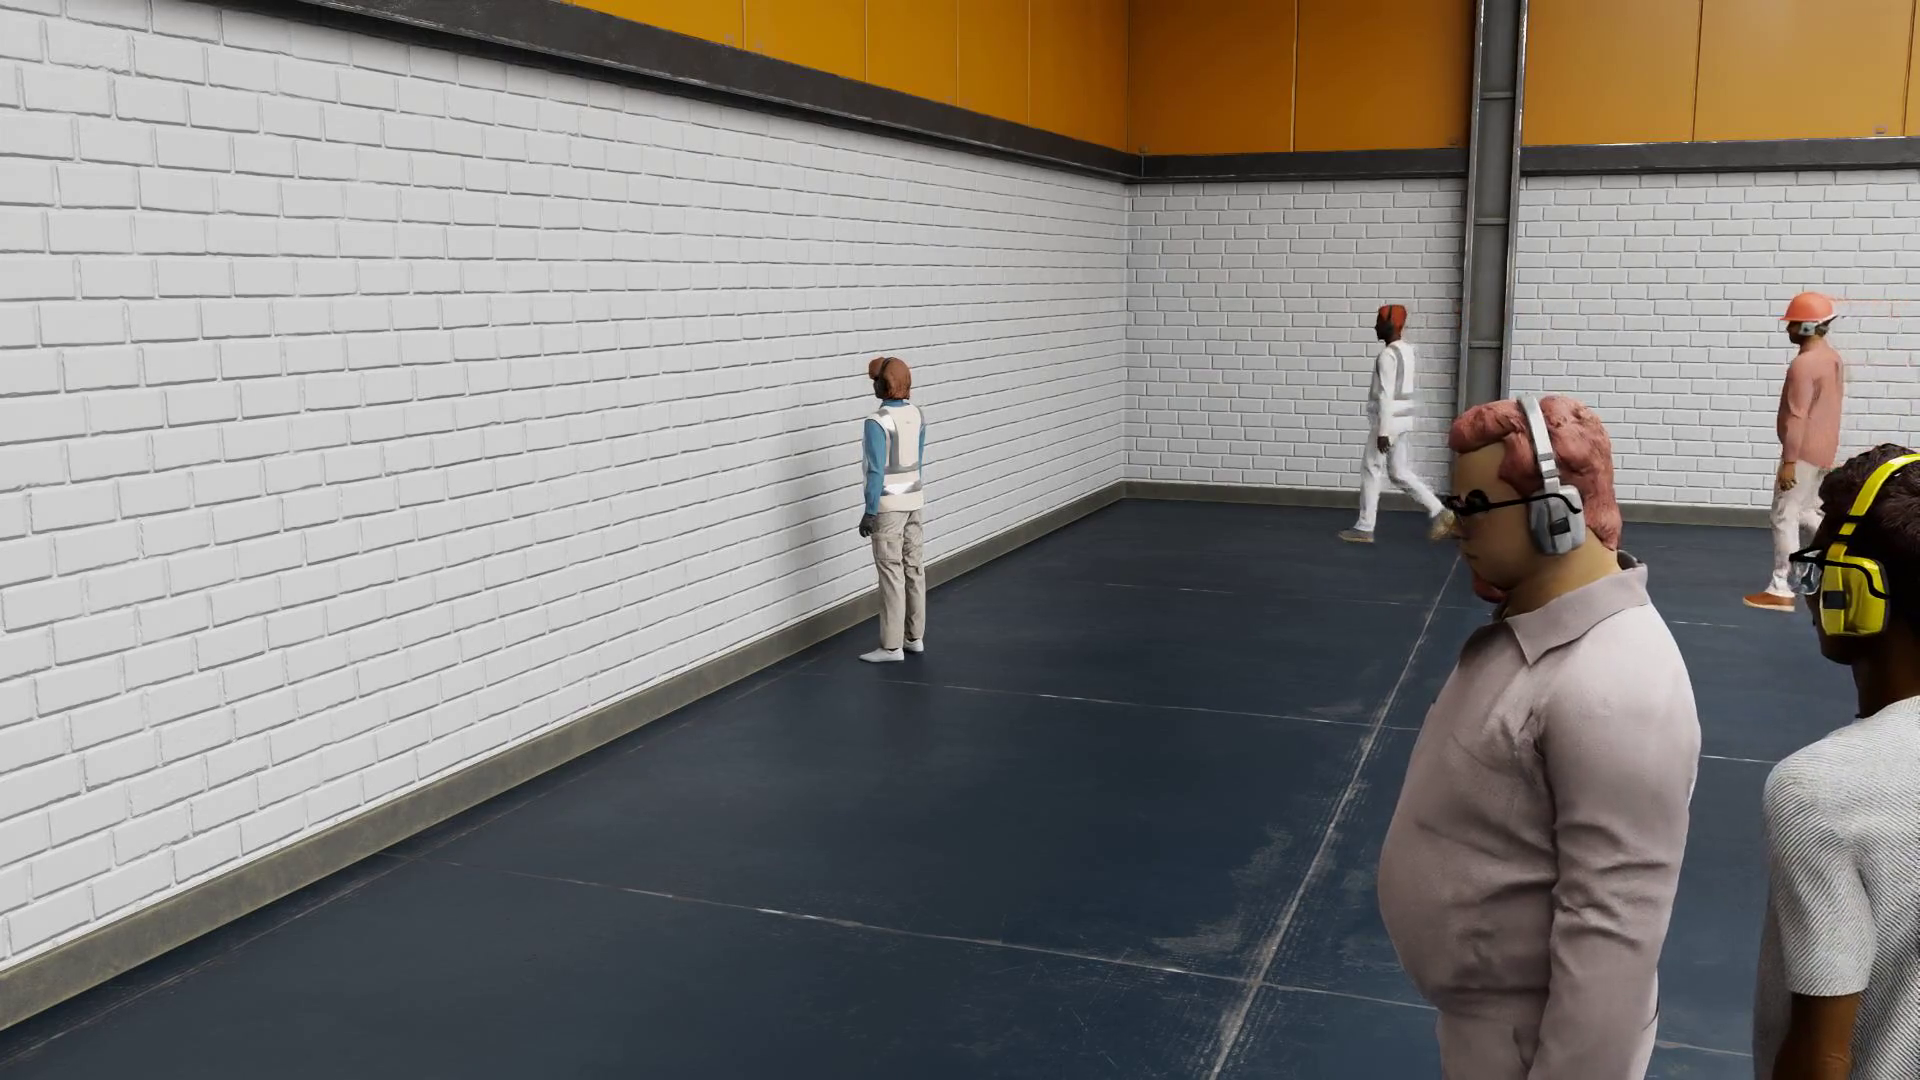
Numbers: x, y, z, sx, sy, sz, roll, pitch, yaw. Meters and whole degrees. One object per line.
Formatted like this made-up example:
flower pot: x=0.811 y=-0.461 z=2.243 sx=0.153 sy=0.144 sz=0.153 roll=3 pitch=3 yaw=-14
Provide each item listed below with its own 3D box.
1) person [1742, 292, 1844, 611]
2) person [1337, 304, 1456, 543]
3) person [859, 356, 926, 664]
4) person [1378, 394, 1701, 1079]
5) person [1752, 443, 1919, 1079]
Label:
person: x=5.250 y=-0.522 z=10.160 sx=0.639 sy=1.978 sz=0.622 roll=9 pitch=12 yaw=43
person: x=3.369 y=-0.875 z=12.743 sx=0.826 sy=1.859 sz=0.582 roll=6 pitch=11 yaw=33
person: x=-0.357 y=-0.158 z=8.903 sx=0.310 sy=1.642 sz=0.514 roll=5 pitch=10 yaw=29
person: x=0.830 y=0.733 z=2.499 sx=0.407 sy=1.902 sz=0.639 roll=1 pitch=9 yaw=8
person: x=1.128 y=0.817 z=2.067 sx=0.532 sy=1.868 sz=0.310 roll=-5 pitch=10 yaw=-26
